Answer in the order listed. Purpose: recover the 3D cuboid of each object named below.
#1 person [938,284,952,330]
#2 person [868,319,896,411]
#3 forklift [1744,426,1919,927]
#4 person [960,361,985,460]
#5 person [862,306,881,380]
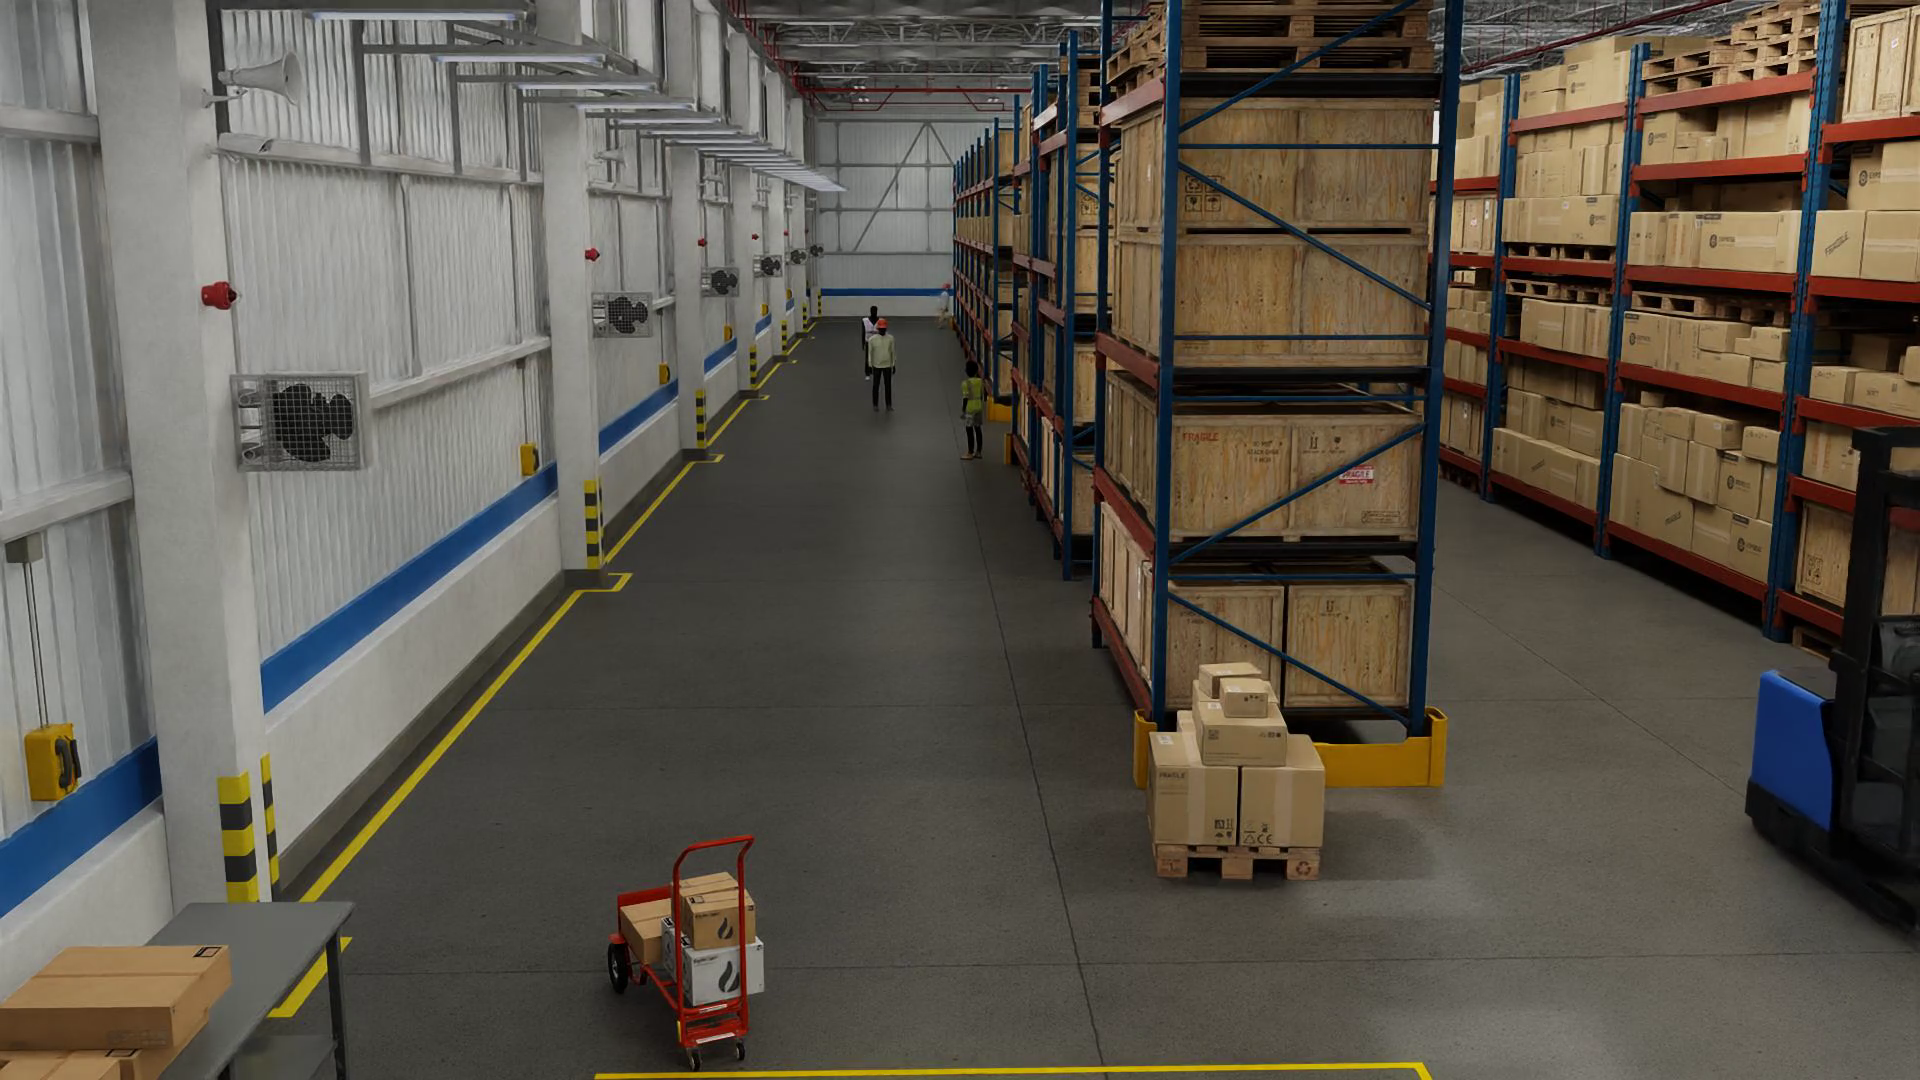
[{"bbox_3d":[-0.485,-8.748,62.379,0.765,1.707,0.684,-3,11,-17],"label":"person"},{"bbox_3d":[-1.674,-3.753,35.720,0.617,1.986,0.409,-3,11,-16],"label":"person"},{"bbox_3d":[5.885,0.696,10.228,1.129,2.768,1.873,0,11,-2],"label":"forklift"},{"bbox_3d":[0.206,-2.211,28.439,0.318,1.697,0.535,8,14,37],"label":"person"},{"bbox_3d":[-2.230,-5.060,42.722,0.594,1.909,0.399,-2,11,-11],"label":"person"}]
